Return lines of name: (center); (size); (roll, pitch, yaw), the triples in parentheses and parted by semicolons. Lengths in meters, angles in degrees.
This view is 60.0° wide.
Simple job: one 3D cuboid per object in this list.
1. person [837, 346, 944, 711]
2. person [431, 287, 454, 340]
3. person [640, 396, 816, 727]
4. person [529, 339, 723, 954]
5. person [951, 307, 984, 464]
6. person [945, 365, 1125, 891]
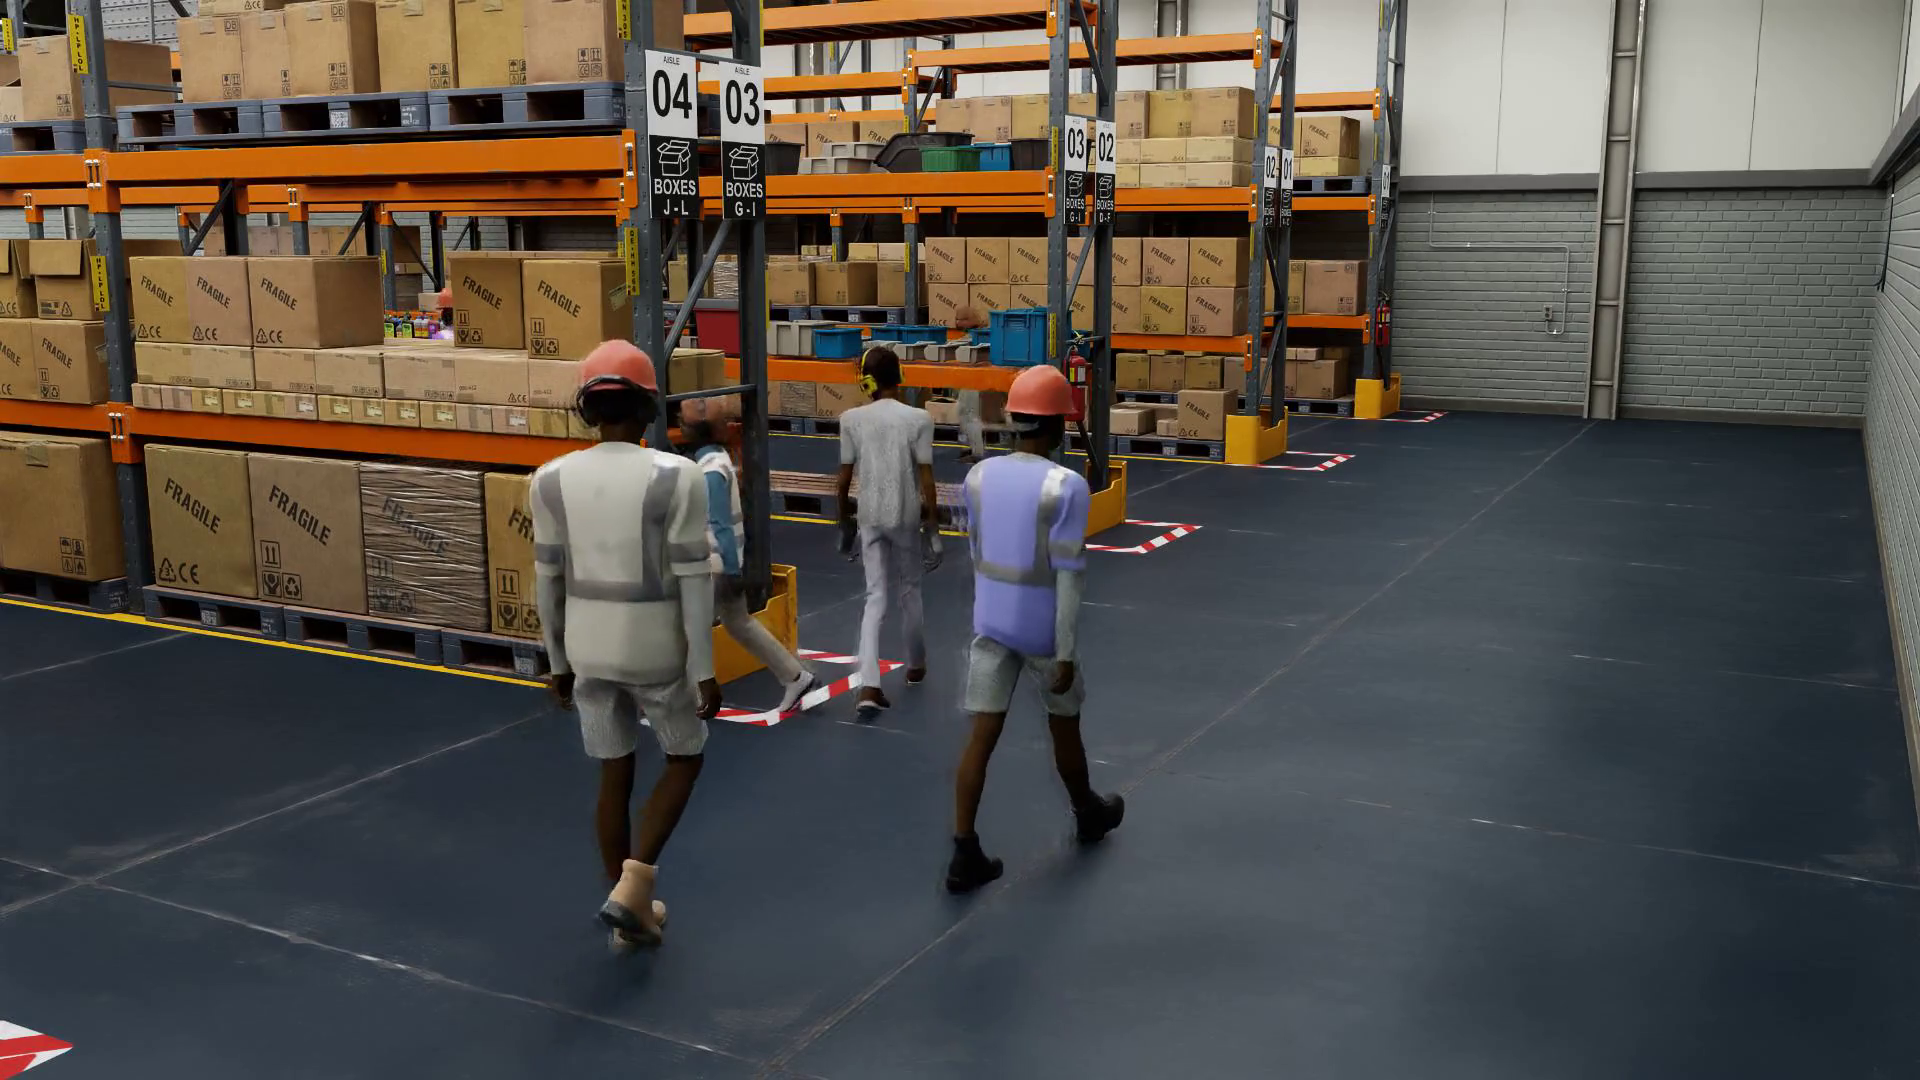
person: (-0.356, -0.069, 8.387); (0.569, 1.815, 0.973); (2, 11, 8)
person: (-4.305, -1.166, 14.053); (0.850, 1.901, 0.556); (5, 12, 26)
person: (-1.113, 0.101, 7.979); (0.805, 1.605, 0.503); (-1, 10, -5)
person: (-1.067, 0.371, 5.376); (0.634, 2.021, 0.501); (3, 11, 14)
person: (0.044, -1.585, 17.117); (0.485, 1.613, 0.538); (3, 11, 15)
person: (0.267, 0.301, 6.144); (0.552, 1.886, 0.996); (7, 12, 33)
